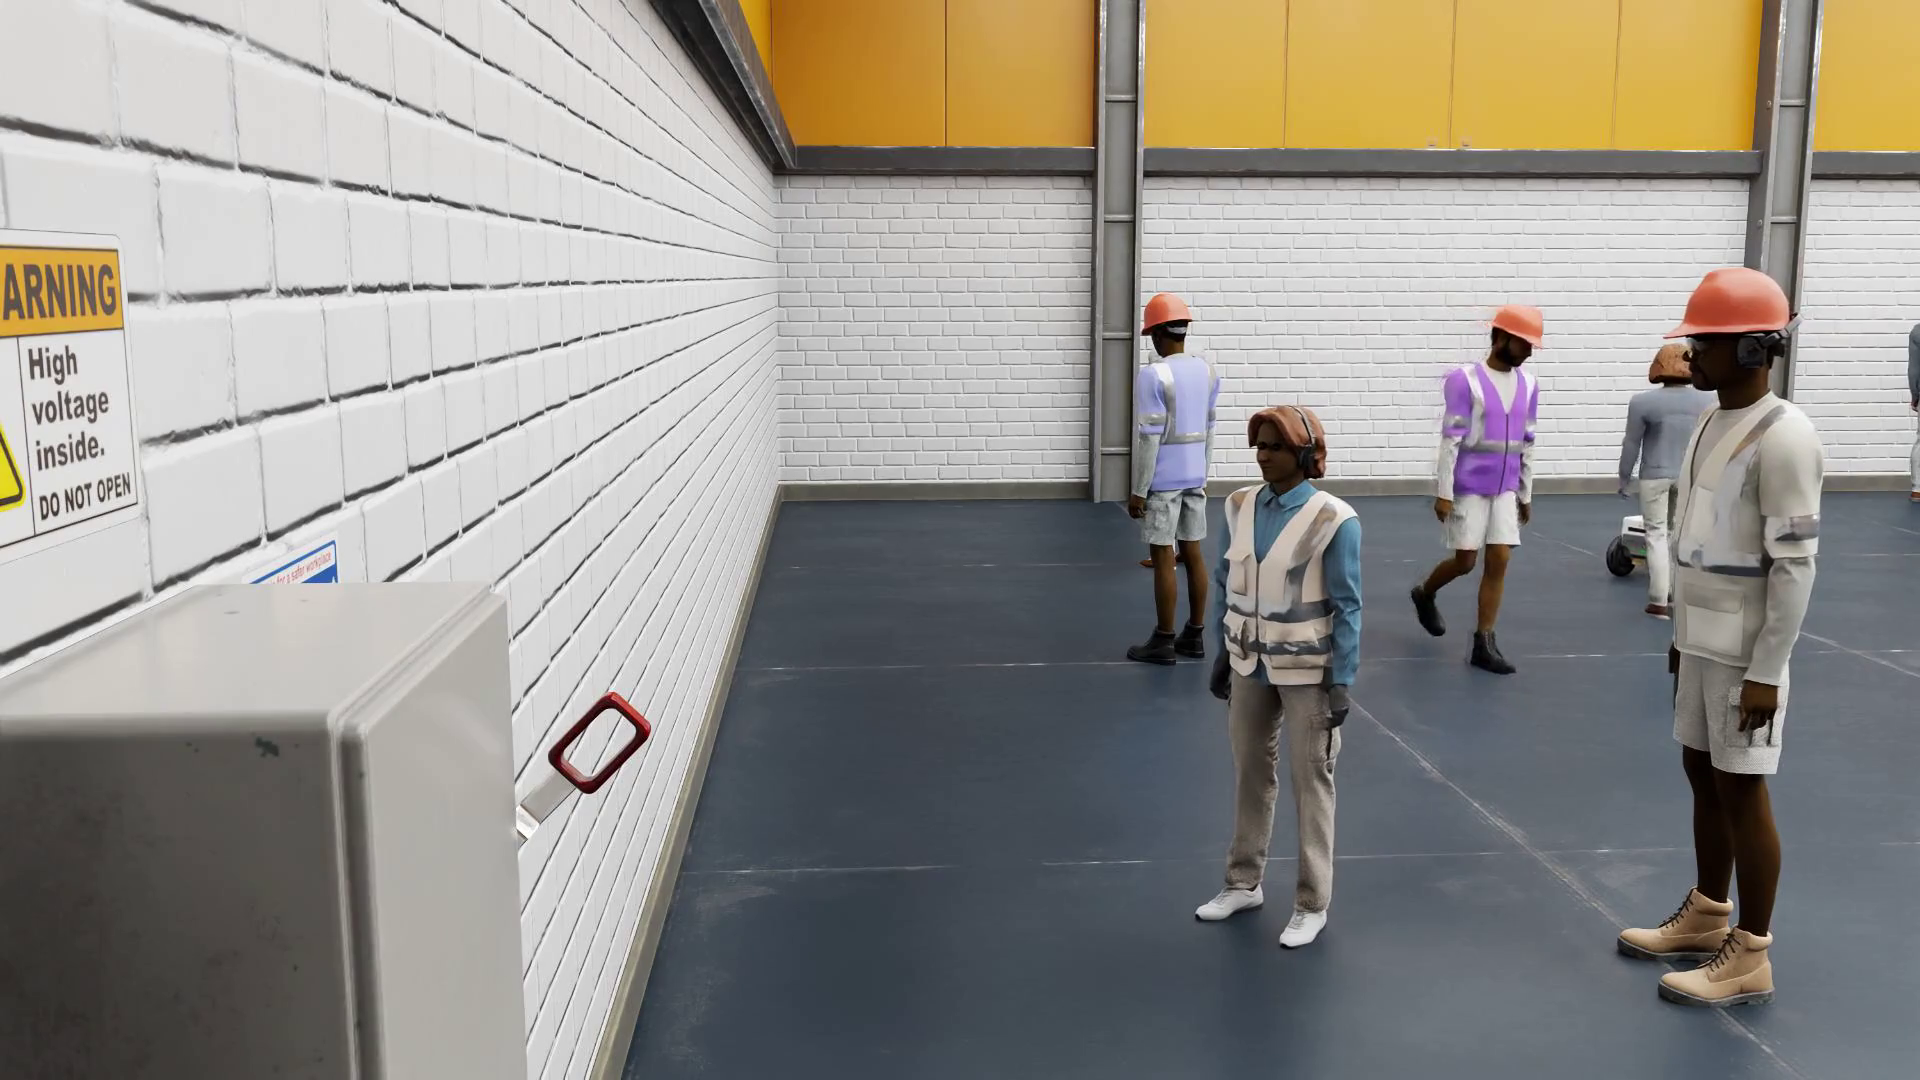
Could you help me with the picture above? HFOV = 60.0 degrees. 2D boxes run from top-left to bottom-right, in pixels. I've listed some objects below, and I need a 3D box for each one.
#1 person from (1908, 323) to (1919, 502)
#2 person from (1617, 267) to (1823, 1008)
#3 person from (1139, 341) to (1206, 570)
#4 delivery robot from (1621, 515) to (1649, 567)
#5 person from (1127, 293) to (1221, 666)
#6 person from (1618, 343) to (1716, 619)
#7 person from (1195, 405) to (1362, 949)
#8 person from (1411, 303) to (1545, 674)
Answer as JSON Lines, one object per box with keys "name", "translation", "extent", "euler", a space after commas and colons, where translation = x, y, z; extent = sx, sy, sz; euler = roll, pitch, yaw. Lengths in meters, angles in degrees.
{"name": "person", "translation": [8.709, -1.281, 14.723], "extent": [0.373, 1.940, 0.630], "euler": [-6, 11, -32]}
{"name": "person", "translation": [2.110, 0.274, 4.632], "extent": [0.387, 2.041, 0.615], "euler": [1, 9, 3]}
{"name": "person", "translation": [1.458, -0.724, 11.462], "extent": [0.521, 1.865, 0.327], "euler": [-7, 11, -36]}
{"name": "delivery robot", "translation": [4.759, -0.061, 11.096], "extent": [0.707, 0.478, 0.477], "euler": [-6, 11, -31]}
{"name": "person", "translation": [1.087, -0.312, 8.672], "extent": [0.542, 1.927, 0.374], "euler": [-7, 12, -39]}
{"name": "person", "translation": [4.183, -0.361, 9.921], "extent": [0.523, 1.614, 0.557], "euler": [0, 9, 3]}
{"name": "person", "translation": [0.980, 0.406, 5.057], "extent": [0.314, 1.642, 0.514], "euler": [-8, 12, -41]}
{"name": "person", "translation": [2.693, -0.292, 8.673], "extent": [0.587, 1.884, 0.762], "euler": [-3, 10, -19]}
